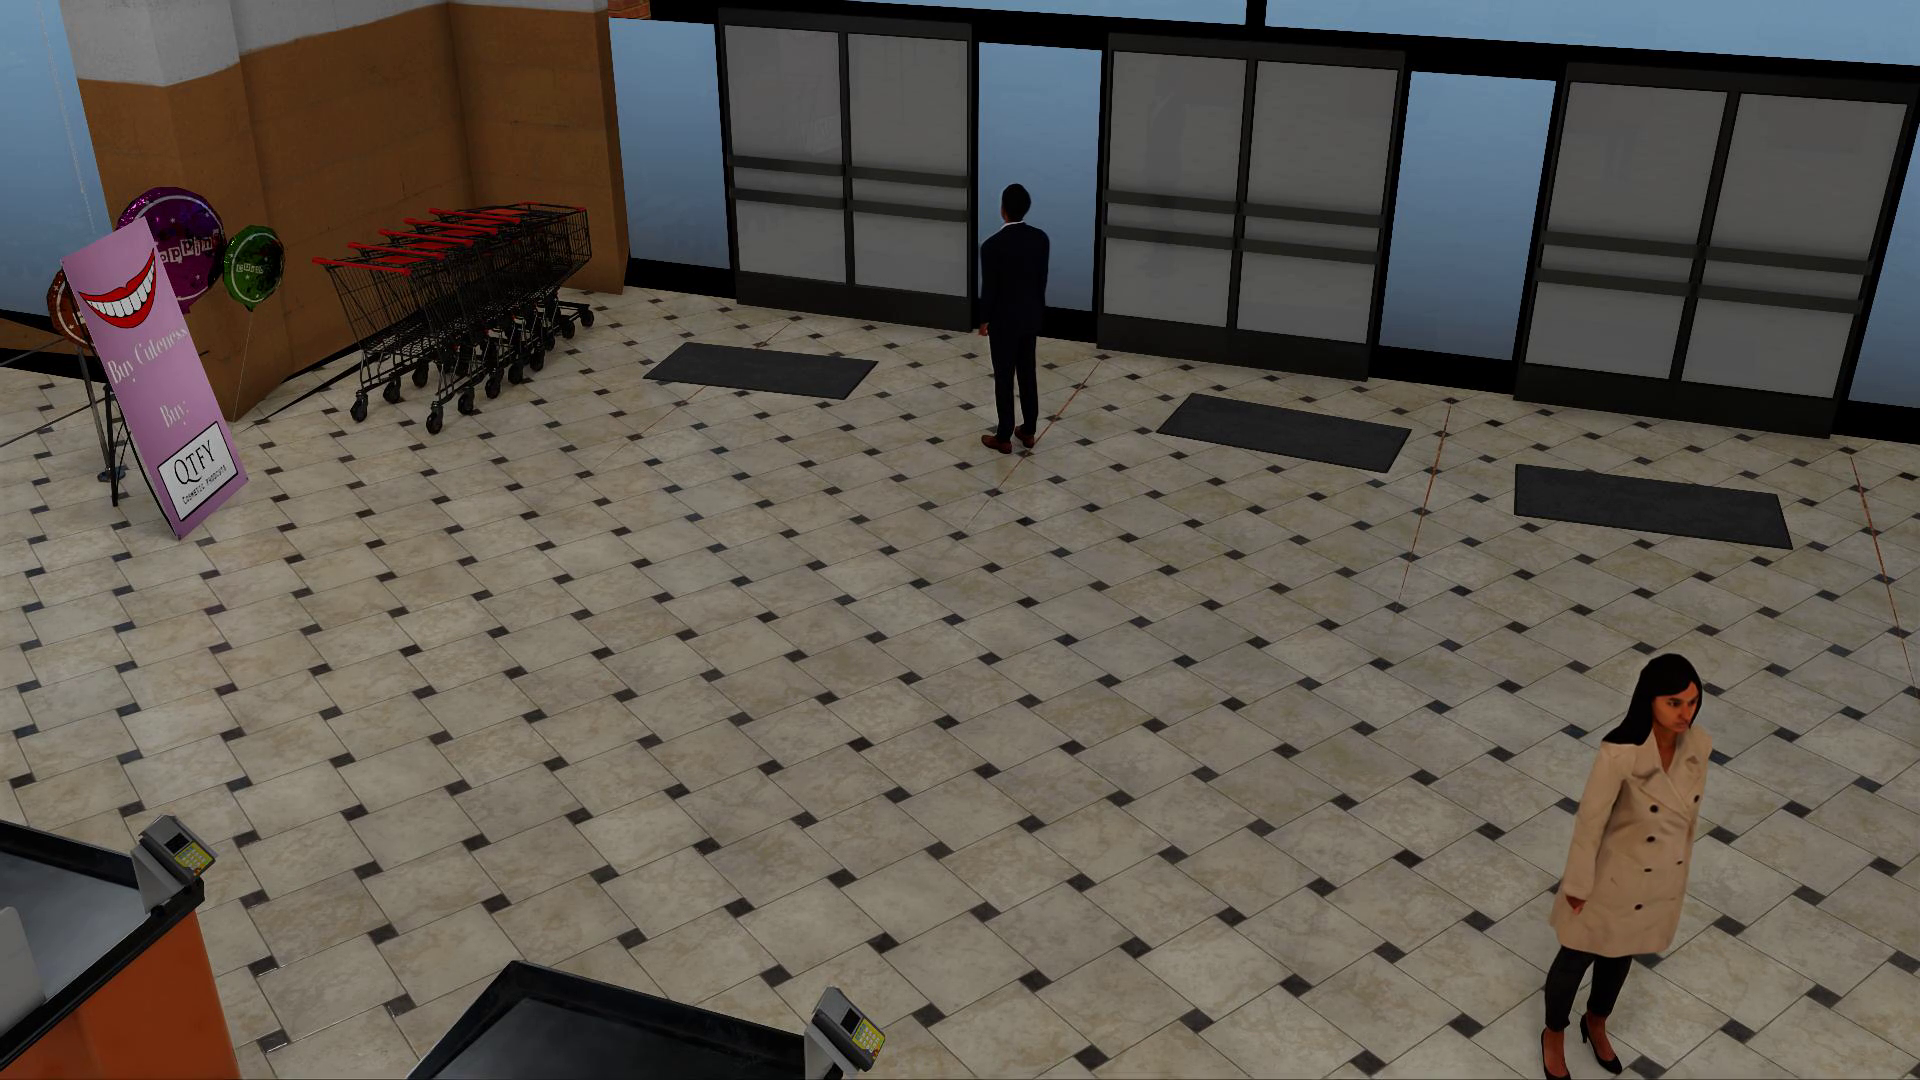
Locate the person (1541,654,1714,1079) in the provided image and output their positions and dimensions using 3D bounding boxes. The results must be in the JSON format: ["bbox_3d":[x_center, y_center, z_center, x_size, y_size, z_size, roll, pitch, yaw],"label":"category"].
[{"bbox_3d":[2.225,1.116,5.576,0.713,1.682,0.734,-7,28,-14],"label":"person"}]

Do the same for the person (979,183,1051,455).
[{"bbox_3d":[0.341,-1.381,10.450,0.683,1.728,0.767,-15,31,-27],"label":"person"}]
